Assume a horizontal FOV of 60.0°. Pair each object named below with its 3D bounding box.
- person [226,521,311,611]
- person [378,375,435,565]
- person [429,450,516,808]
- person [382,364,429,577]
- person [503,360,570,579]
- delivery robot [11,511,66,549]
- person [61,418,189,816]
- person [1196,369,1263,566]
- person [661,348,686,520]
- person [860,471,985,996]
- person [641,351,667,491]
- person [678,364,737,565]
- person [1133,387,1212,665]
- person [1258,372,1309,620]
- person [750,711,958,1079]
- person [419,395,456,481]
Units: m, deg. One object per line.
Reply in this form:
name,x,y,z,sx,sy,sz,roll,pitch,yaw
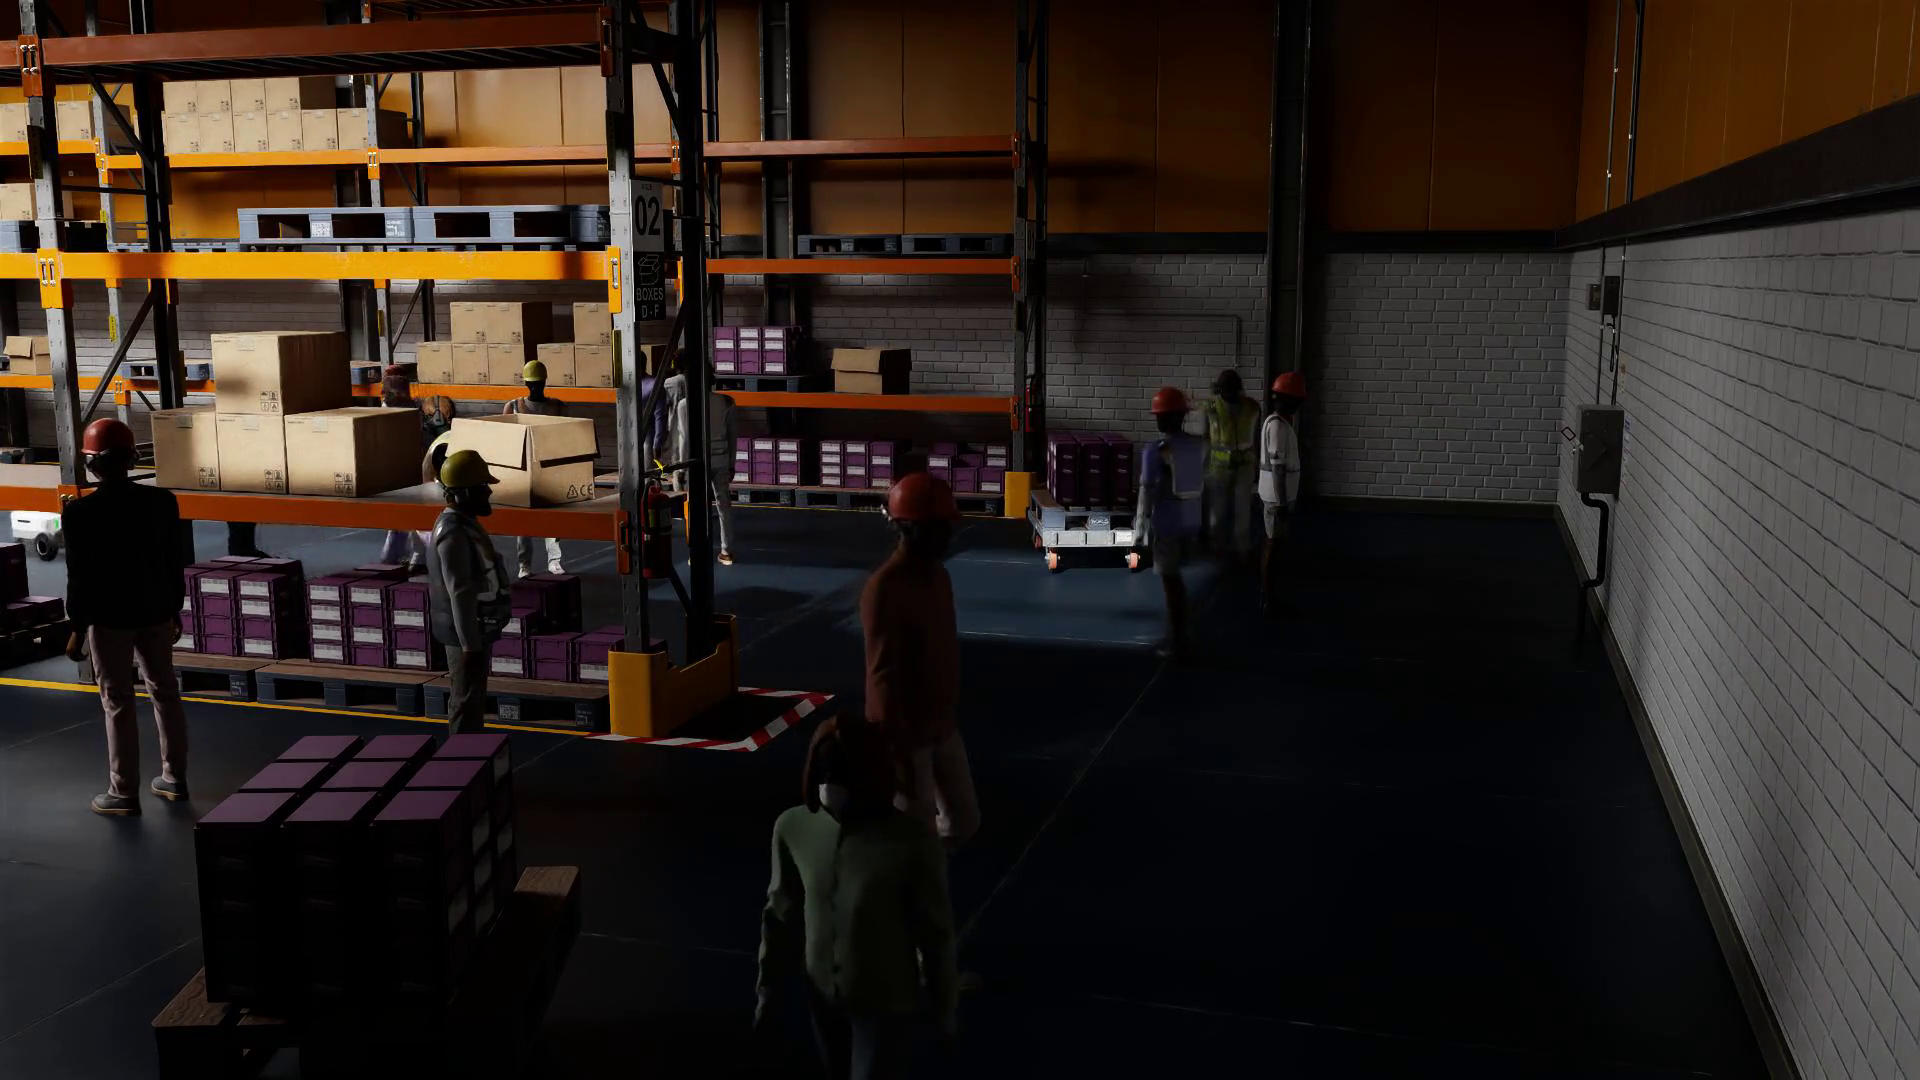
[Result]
person,-5.407,-0.317,12.785,0.803,1.954,0.626,0,9,0
person,-4.665,-0.466,14.011,1.028,1.840,0.653,0,9,2
person,-2.463,0.458,8.403,0.403,1.834,0.588,-3,10,-17
person,-4.959,-0.612,14.767,0.573,1.887,0.356,7,12,37
person,-3.722,-0.623,14.707,0.584,1.927,0.367,-4,10,-23
delivery robot,-8.649,-0.162,15.783,0.707,0.478,0.477,5,10,26
person,-4.191,0.384,8.360,0.378,1.996,0.611,6,11,32
person,2.499,-0.695,15.498,0.632,1.814,0.693,-1,9,-5
person,-3.019,-1.141,18.091,0.579,1.861,0.333,-5,11,-30
person,-0.137,0.724,6.311,0.525,1.984,0.640,5,10,27
person,-3.230,-0.974,16.832,0.627,1.933,0.371,7,11,35
person,-2.309,-0.689,15.237,0.572,1.886,0.358,-6,11,-31
person,1.453,-0.105,11.577,0.570,1.912,0.599,-6,11,-31
person,2.524,-0.348,13.027,0.368,1.929,0.542,1,9,7
person,-0.314,1.242,4.272,0.520,1.605,0.710,5,11,29
person,-3.686,-0.123,11.952,0.429,1.836,0.620,-2,10,-14
